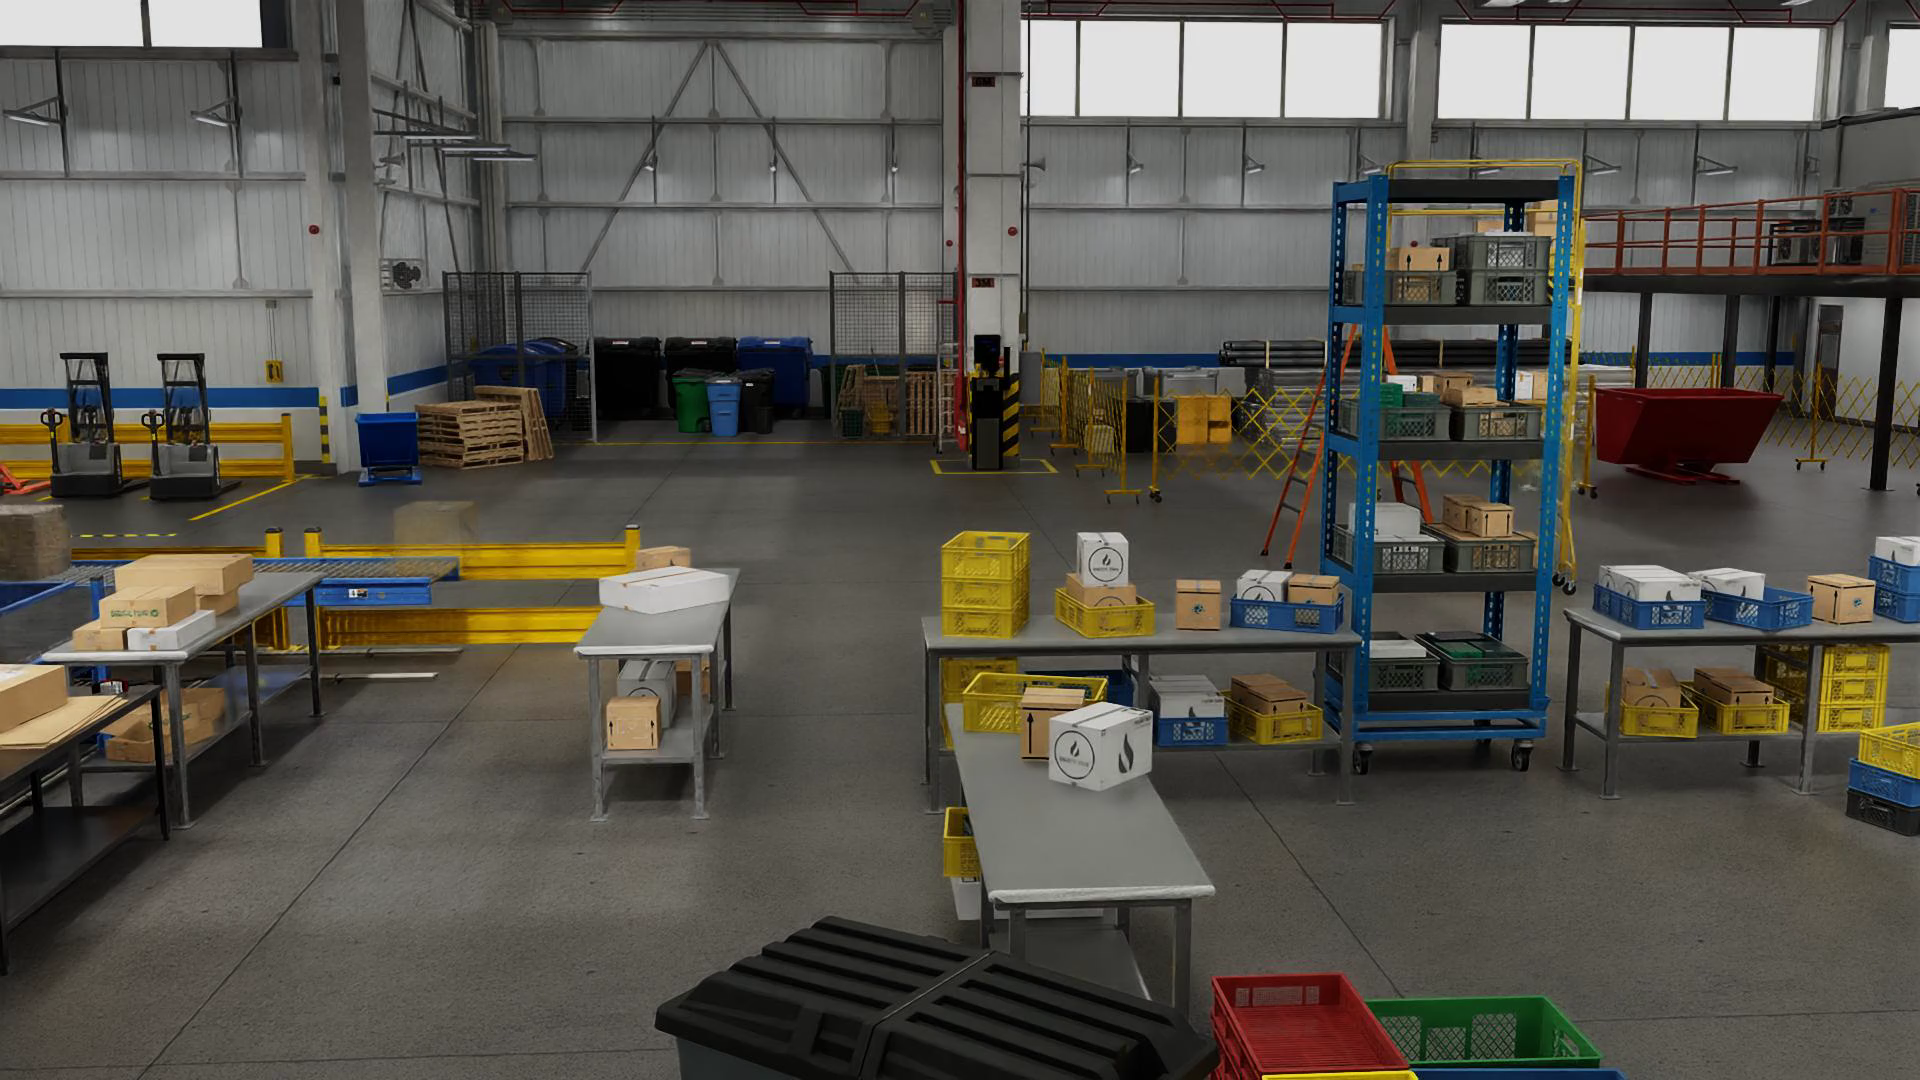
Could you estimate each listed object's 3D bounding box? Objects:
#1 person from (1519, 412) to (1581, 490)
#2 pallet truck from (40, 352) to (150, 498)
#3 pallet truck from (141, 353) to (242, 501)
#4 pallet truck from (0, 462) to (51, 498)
[{"bbox_3d":[8.331,-1.528,23.348,0.802,1.707,0.503,0,9,-3],"label":"person"},{"bbox_3d":[-11.907,-1.642,23.165,0.823,1.965,1.885,0,9,0],"label":"pallet truck"},{"bbox_3d":[-10.520,-1.604,22.925,0.823,1.965,1.885,-1,9,-6],"label":"pallet truck"},{"bbox_3d":[-13.193,-1.293,23.148,0.653,1.274,1.630,-1,9,-4],"label":"pallet truck"}]
